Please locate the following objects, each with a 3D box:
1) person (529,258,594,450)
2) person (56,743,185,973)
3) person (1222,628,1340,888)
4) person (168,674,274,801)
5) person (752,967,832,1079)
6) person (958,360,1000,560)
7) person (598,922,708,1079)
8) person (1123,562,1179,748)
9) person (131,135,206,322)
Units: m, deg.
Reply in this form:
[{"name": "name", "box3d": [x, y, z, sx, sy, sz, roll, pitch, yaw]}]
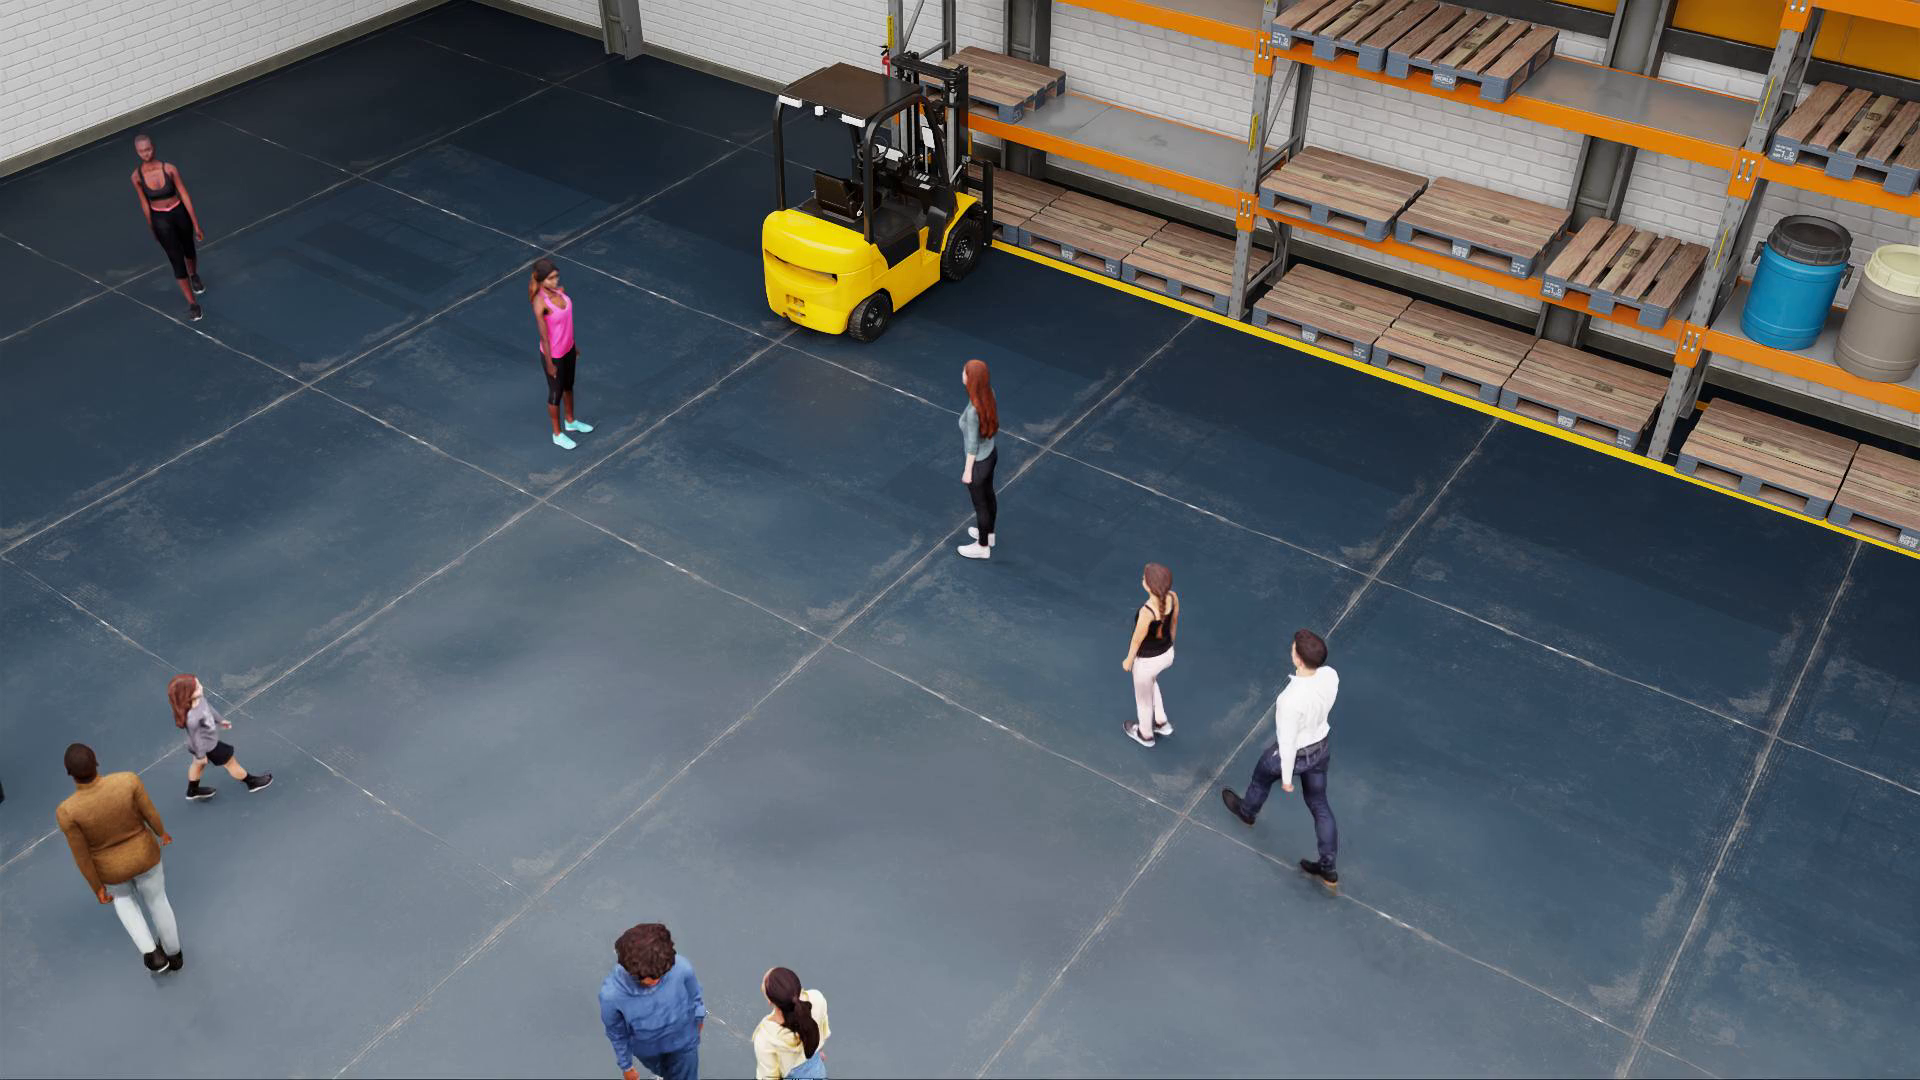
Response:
[{"name": "person", "box3d": [-3.351, -1.578, 13.859, 0.602, 1.724, 0.606, 15, 41, 18]}, {"name": "person", "box3d": [-4.720, 1.868, 9.478, 0.739, 1.805, 0.762, -25, 45, -28]}, {"name": "person", "box3d": [2.135, 1.351, 10.108, 0.954, 1.828, 1.316, -22, 44, -25]}, {"name": "person", "box3d": [-4.959, 1.288, 10.785, 0.764, 1.081, 0.783, -15, 41, -18]}, {"name": "person", "box3d": [-0.846, 2.748, 8.512, 0.619, 1.636, 0.661, 28, 46, 30]}, {"name": "person", "box3d": [0.148, -0.608, 12.629, 0.589, 1.742, 0.630, 15, 41, 18]}, {"name": "person", "box3d": [-1.603, 2.505, 8.714, 1.100, 1.763, 1.211, -12, 40, -14]}, {"name": "person", "box3d": [1.323, 0.800, 11.013, 0.581, 1.559, 0.637, -31, 48, -33]}, {"name": "person", "box3d": [-7.411, -3.017, 15.667, 0.966, 1.716, 1.250, -18, 42, -21]}]
